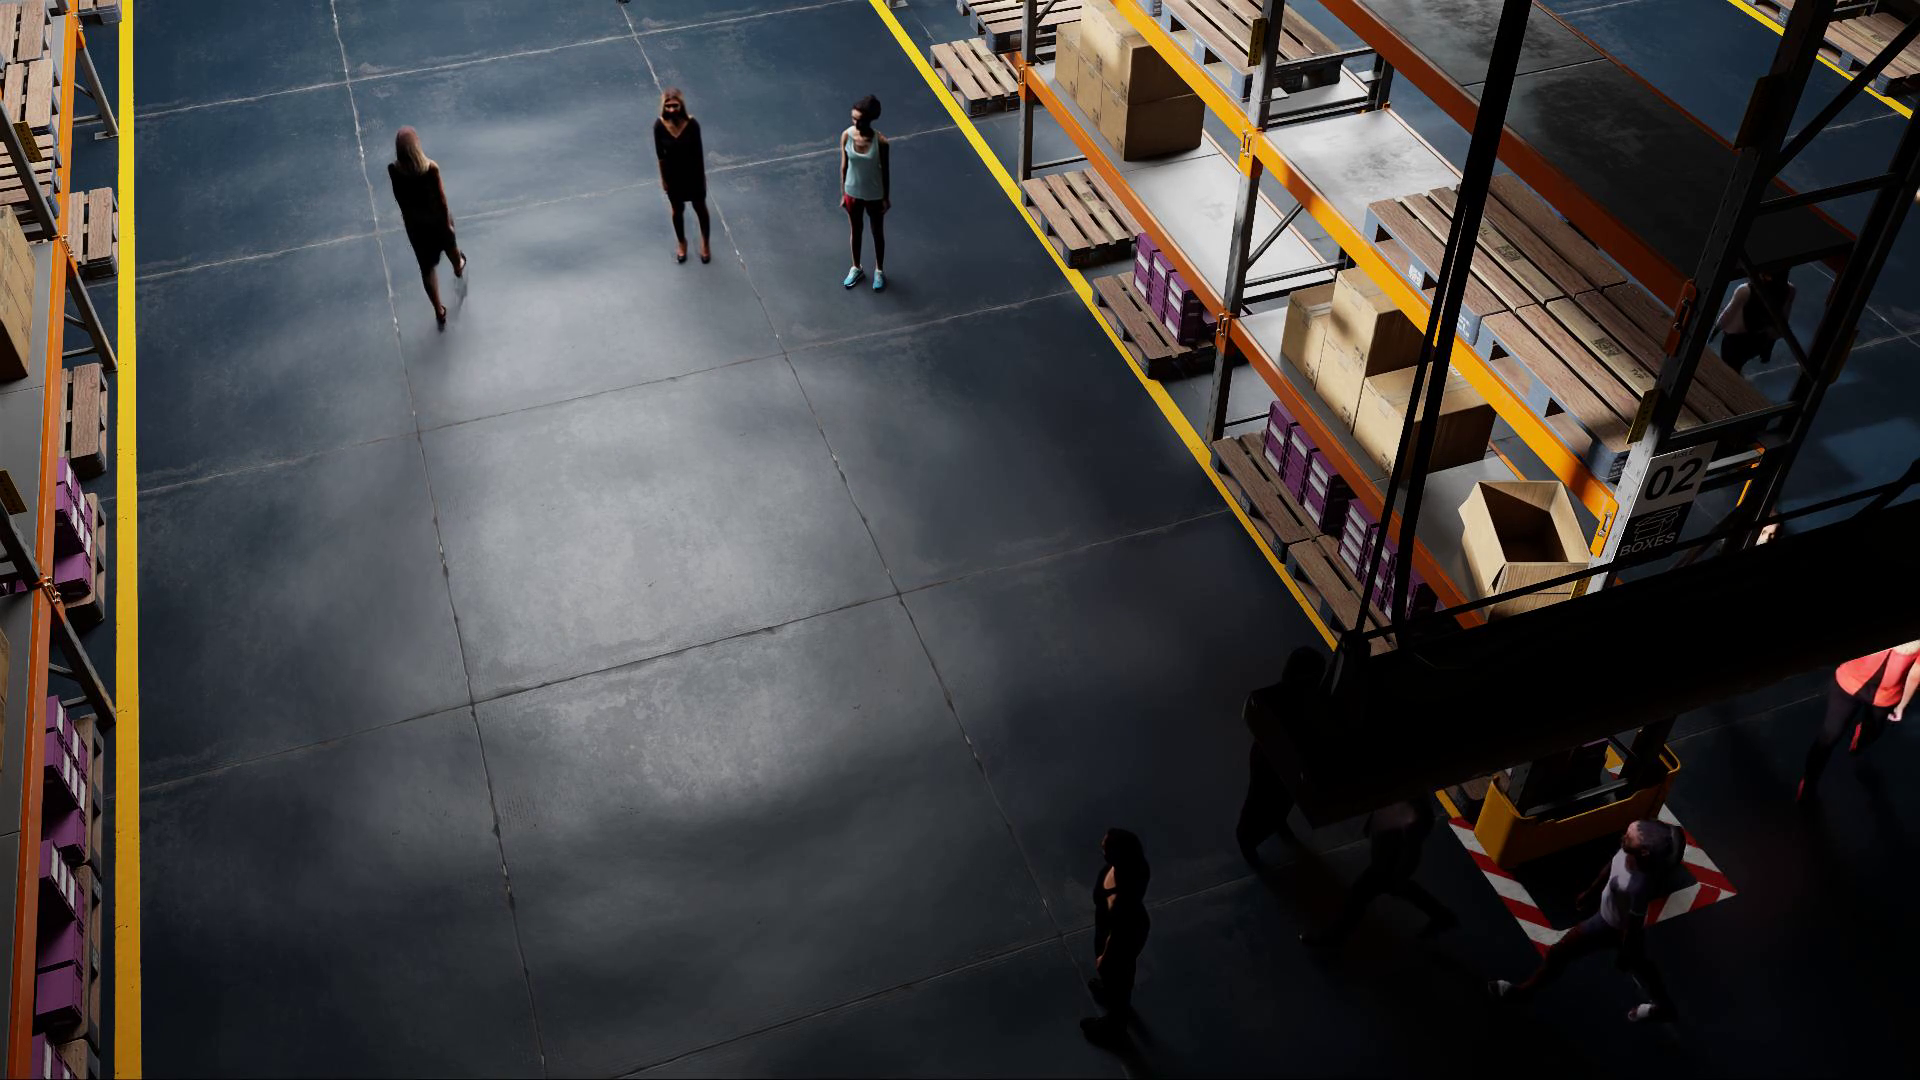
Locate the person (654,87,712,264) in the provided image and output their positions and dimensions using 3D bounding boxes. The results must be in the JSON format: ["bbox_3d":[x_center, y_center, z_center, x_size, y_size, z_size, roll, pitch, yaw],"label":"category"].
[{"bbox_3d":[-2.362,-3.127,14.291,0.592,1.674,0.570,-3,44,-3],"label":"person"}]

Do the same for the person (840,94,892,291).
[{"bbox_3d":[-0.791,-2.921,14.004,0.683,1.771,0.722,10,45,11],"label":"person"}]

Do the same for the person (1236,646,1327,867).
[{"bbox_3d":[1.893,1.228,9.660,0.749,1.756,0.739,-30,51,-28],"label":"person"}]

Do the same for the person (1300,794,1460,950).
[{"bbox_3d":[2.466,1.742,9.135,1.008,1.736,1.157,-28,50,-26],"label":"person"}]

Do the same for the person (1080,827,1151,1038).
[{"bbox_3d":[0.841,2.078,8.817,0.738,1.688,0.653,12,45,12],"label":"person"}]

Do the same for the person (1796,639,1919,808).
[{"bbox_3d":[5.427,0.975,10.007,1.081,1.644,1.063,25,49,24],"label":"person"}]

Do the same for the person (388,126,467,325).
[{"bbox_3d":[-4.408,-2.545,13.693,0.799,1.656,1.180,-3,44,-3],"label":"person"}]

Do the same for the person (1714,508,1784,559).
[{"bbox_3d":[5.024,0.307,10.837,0.673,1.467,0.725,14,45,14],"label":"person"}]

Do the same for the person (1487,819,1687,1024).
[{"bbox_3d":[3.587,2.064,8.842,1.204,1.673,1.199,13,45,14],"label":"person"}]
